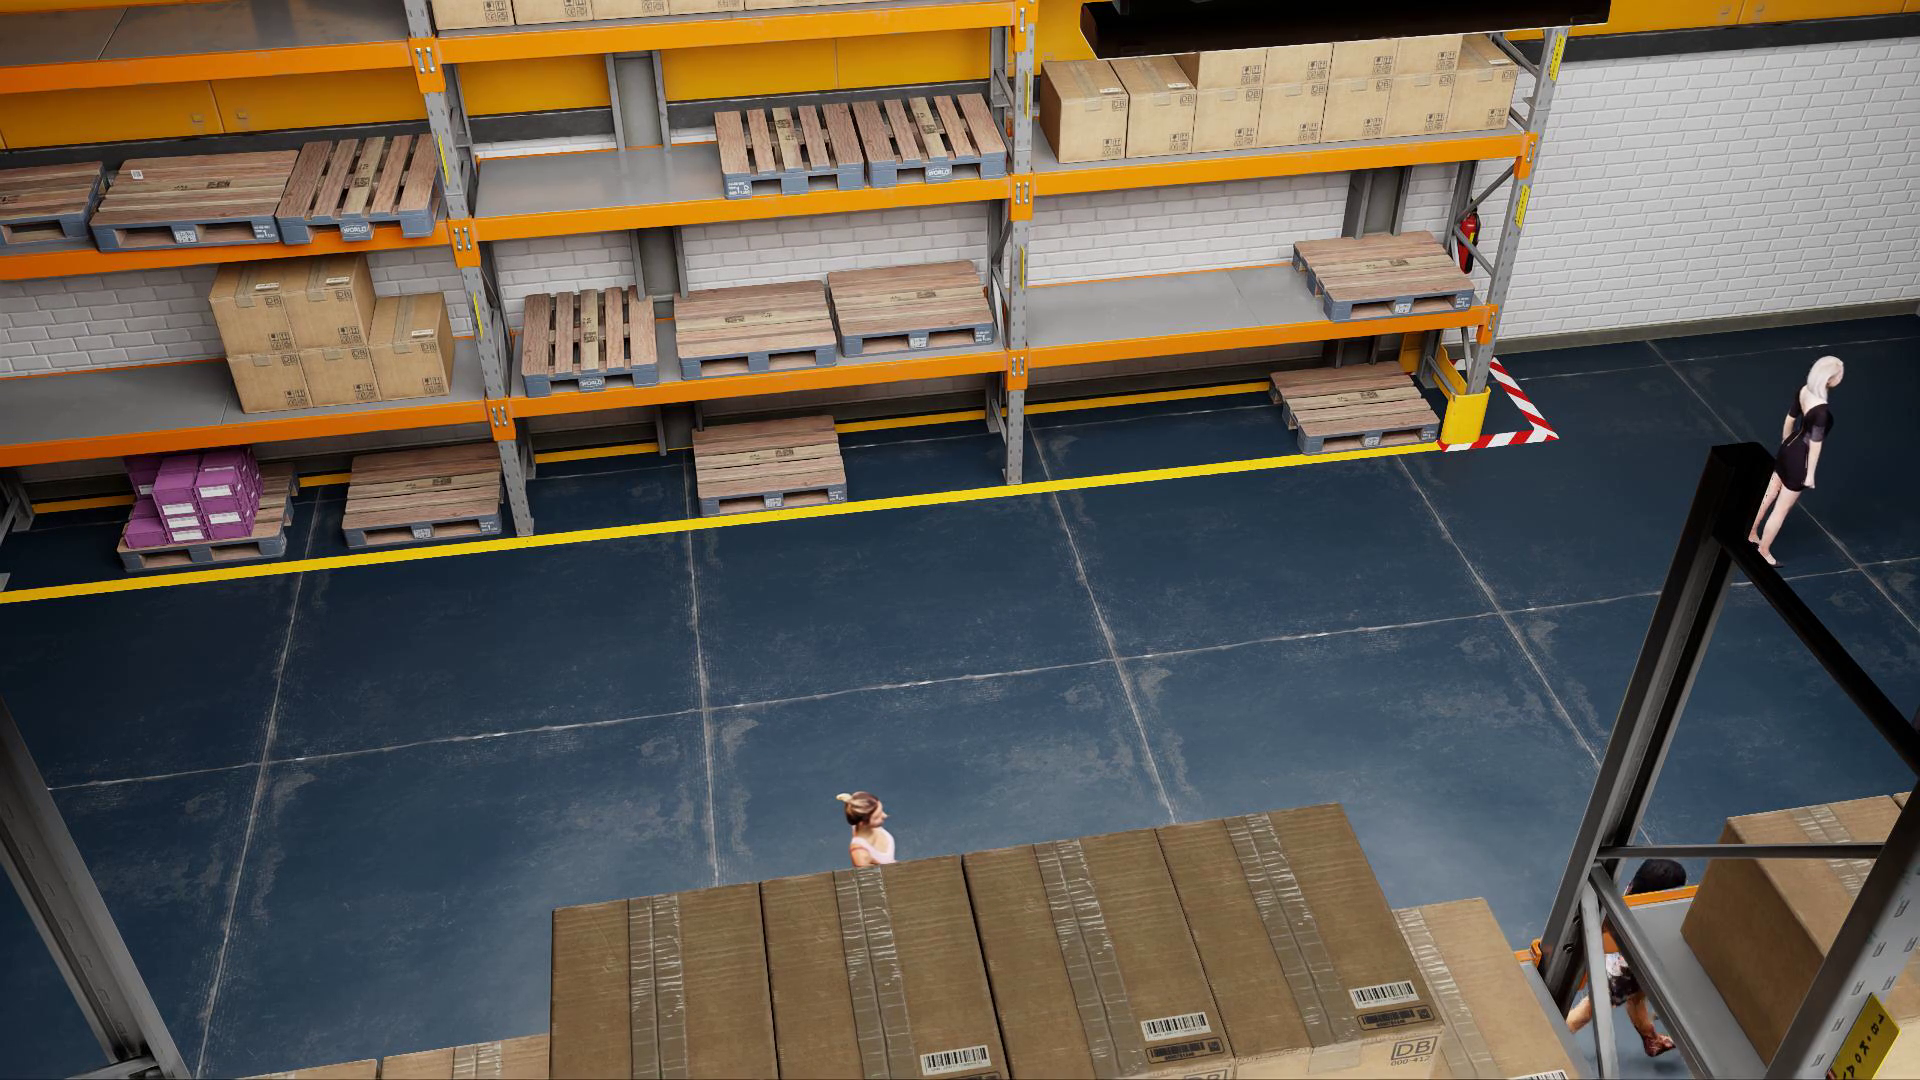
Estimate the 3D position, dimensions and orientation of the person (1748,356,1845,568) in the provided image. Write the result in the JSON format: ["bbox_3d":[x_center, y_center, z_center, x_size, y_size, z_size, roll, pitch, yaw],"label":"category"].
[{"bbox_3d":[6.311,-0.606,12.576,0.539,1.829,0.621,-2,39,-2],"label":"person"}]

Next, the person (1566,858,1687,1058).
[{"bbox_3d":[3.499,2.324,9.016,1.167,1.693,0.871,5,39,6],"label":"person"}]

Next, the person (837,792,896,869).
[{"bbox_3d":[-0.520,2.013,9.447,0.604,1.640,0.605,1,39,1],"label":"person"}]
